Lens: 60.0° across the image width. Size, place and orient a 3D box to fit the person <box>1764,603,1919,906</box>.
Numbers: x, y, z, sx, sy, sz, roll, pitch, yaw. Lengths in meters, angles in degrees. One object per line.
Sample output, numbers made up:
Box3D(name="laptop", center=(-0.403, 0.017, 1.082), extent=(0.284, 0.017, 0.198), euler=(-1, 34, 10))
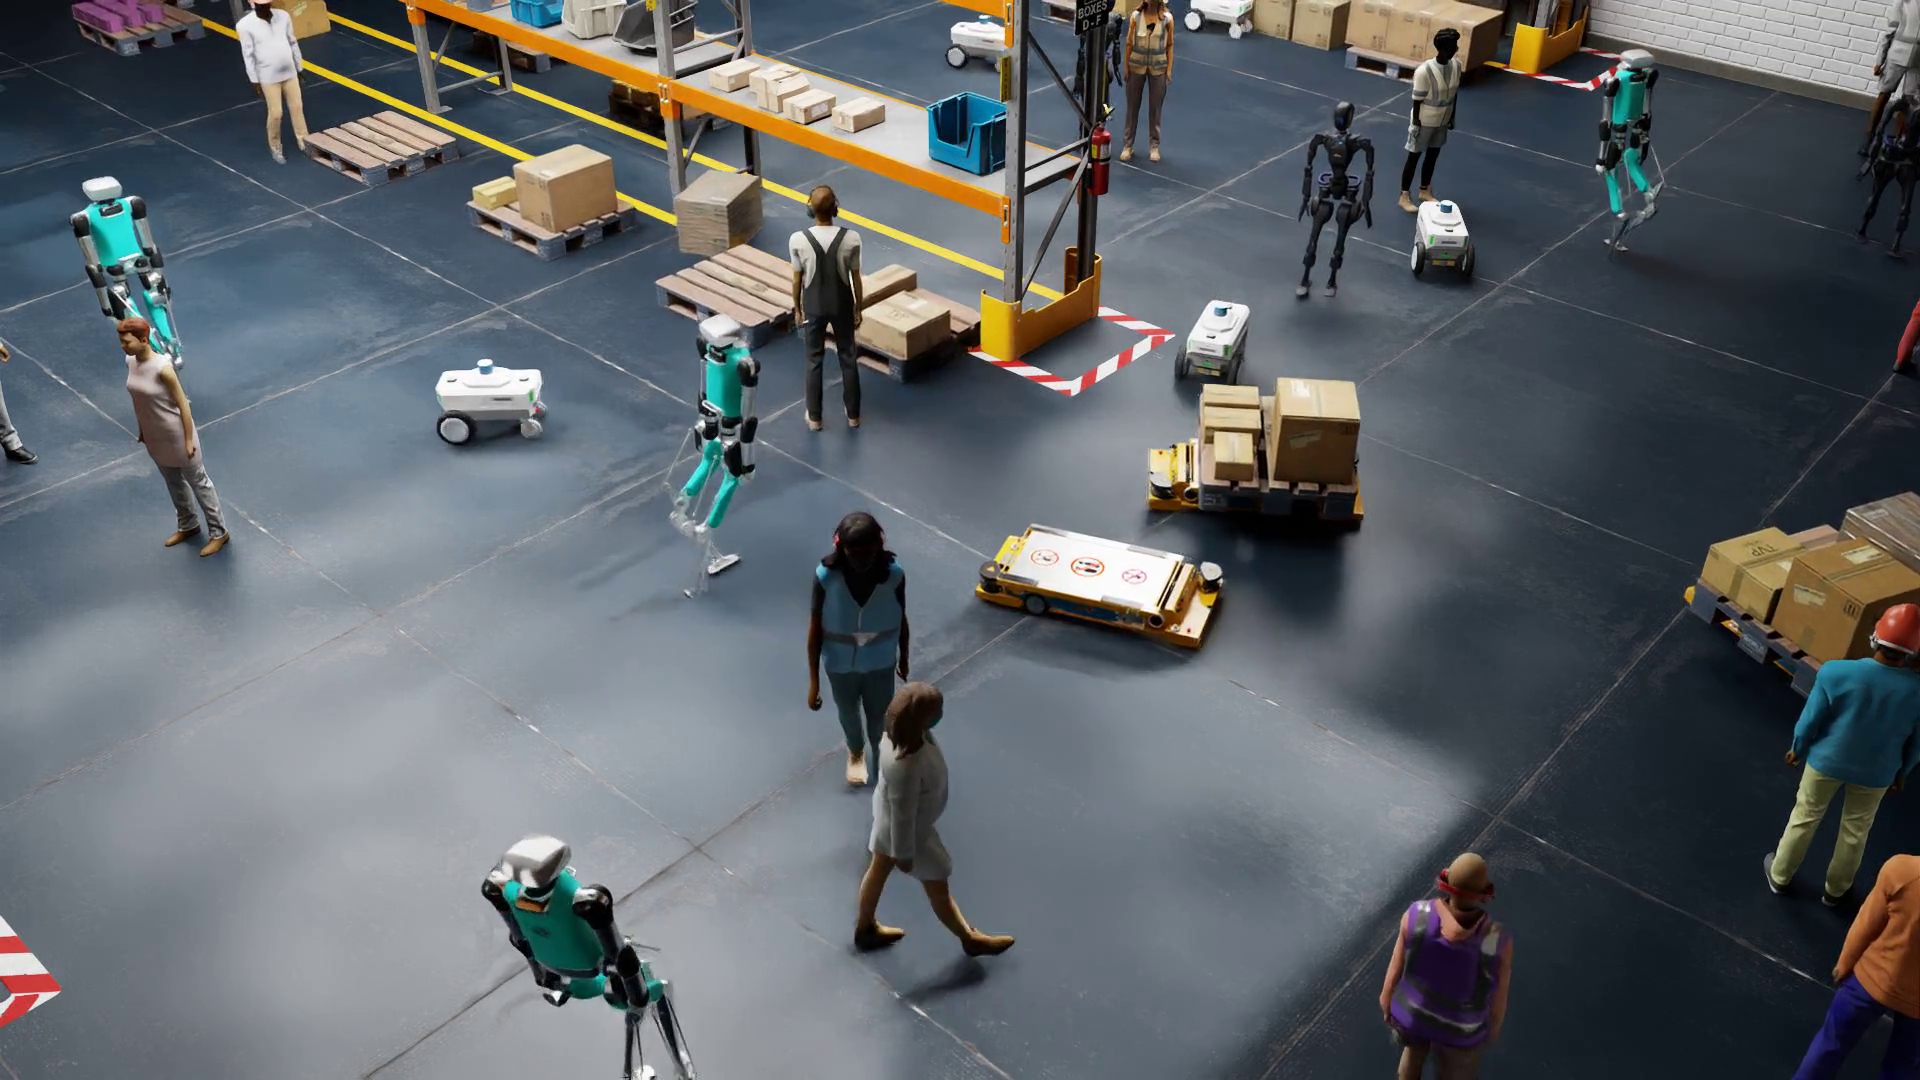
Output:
Box3D(name="person", center=(4.293, 1.035, 8.002), extent=(0.560, 1.752, 0.327), euler=(15, 37, 20))

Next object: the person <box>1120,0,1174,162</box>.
Box3D(name="person", center=(1.811, -4.530, 16.045), extent=(0.461, 1.778, 0.308), euler=(5, 35, 7))

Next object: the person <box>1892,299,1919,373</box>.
Box3D(name="person", center=(7.433, -2.001, 12.391), extent=(0.326, 1.767, 0.530), euler=(-17, 38, -23))

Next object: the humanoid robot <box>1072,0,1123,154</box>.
Box3D(name="humanoid robot", center=(1.318, -4.556, 16.199), extent=(0.610, 1.652, 0.400), euler=(-26, 42, -32))

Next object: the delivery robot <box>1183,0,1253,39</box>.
Box3D(name="delivery robot", center=(3.062, -6.272, 19.656), extent=(0.799, 0.608, 0.499), euler=(22, 40, 28))

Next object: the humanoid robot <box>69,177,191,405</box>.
Box3D(name="humanoid robot", center=(-5.855, -1.711, 11.986), extent=(0.951, 1.740, 0.547), euler=(24, 41, 30))

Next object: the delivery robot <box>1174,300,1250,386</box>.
Box3D(name="delivery robot", center=(1.975, -1.520, 12.777), extent=(0.499, 0.613, 0.811), euler=(13, 37, 17))

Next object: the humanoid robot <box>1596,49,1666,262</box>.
Box3D(name="humanoid robot", center=(5.761, -3.172, 14.222), extent=(0.551, 1.899, 0.726), euler=(-15, 38, -21))

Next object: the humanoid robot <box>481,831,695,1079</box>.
Box3D(name="humanoid robot", center=(-1.467, 1.745, 7.008), extent=(0.623, 1.790, 0.849), euler=(10, 36, 14))

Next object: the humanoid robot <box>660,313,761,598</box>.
Box3D(name="humanoid robot", center=(-1.598, -0.432, 10.235), extent=(0.802, 1.878, 0.530), euler=(-28, 43, -34))

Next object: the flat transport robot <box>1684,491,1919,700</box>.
Box3D(name="flat transport robot", center=(5.113, 0.599, 9.942), extent=(0.659, 0.231, 1.431), euler=(-14, 37, -19))

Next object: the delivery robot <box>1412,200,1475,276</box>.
Box3D(name="delivery robot", center=(4.164, -2.642, 14.374), extent=(0.499, 0.581, 0.774), euler=(3, 35, 4))

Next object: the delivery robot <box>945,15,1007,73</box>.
Box3D(name="delivery robot", center=(0.245, -5.570, 18.629), extent=(0.781, 0.595, 0.499), euler=(14, 37, 20))

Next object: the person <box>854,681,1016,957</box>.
Box3D(name="person", center=(-0.132, 1.298, 7.720), extent=(0.841, 1.619, 0.513), euler=(-3, 35, -4))

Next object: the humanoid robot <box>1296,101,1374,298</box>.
Box3D(name="humanoid robot", center=(3.073, -2.754, 13.559), extent=(0.607, 1.654, 0.387), euler=(12, 36, 16))

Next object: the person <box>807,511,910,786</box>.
Box3D(name="person", center=(-0.515, 0.678, 8.464), extent=(0.532, 1.830, 0.879), euler=(-2, 35, -2))

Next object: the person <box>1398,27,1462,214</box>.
Box3D(name="person", center=(4.273, -3.804, 15.066), extent=(0.532, 1.693, 0.320), euler=(-18, 39, -24))

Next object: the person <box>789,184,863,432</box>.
Box3D(name="person", center=(-0.931, -1.634, 11.802), extent=(0.500, 1.836, 0.345), euler=(-4, 35, -6))

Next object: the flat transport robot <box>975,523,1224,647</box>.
Box3D(name="flat transport robot", center=(0.876, 0.270, 10.419), extent=(1.431, 0.231, 0.659), euler=(12, 36, 17))

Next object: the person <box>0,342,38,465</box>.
Box3D(name="person", center=(-6.757, -1.263, 11.262), extent=(0.403, 1.834, 0.587), euler=(19, 39, 26))

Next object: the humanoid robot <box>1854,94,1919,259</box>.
Box3D(name="humanoid robot", center=(8.086, -3.232, 14.274), extent=(0.609, 1.628, 0.726), euler=(6, 35, 9))

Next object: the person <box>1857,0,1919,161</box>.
Box3D(name="person", center=(9.155, -4.635, 16.072), extent=(0.546, 1.926, 0.388), euler=(13, 37, 19))

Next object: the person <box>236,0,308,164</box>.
Box3D(name="person", center=(-6.586, -4.516, 16.055), extent=(0.372, 1.754, 0.576), euler=(25, 42, 32))

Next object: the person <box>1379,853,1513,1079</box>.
Box3D(name="person", center=(1.912, 1.971, 6.713), extent=(0.483, 1.668, 0.700), euler=(21, 40, 27))

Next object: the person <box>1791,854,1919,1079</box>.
Box3D(name="person", center=(3.834, 1.786, 6.728), extent=(0.517, 1.971, 0.404), euler=(20, 39, 27))

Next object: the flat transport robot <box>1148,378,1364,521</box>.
Box3D(name="flat transport robot", center=(2.021, -0.415, 11.412), extent=(1.431, 0.231, 0.659), euler=(4, 35, 5))

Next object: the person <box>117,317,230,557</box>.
Box3D(name="person", center=(-5.021, -0.657, 10.534), extent=(0.459, 1.660, 0.278), euler=(15, 37, 20))

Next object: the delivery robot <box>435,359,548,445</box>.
Box3D(name="delivery robot", center=(-3.393, -1.026, 12.039), extent=(0.777, 0.587, 0.499), euler=(-1, 35, -1))
